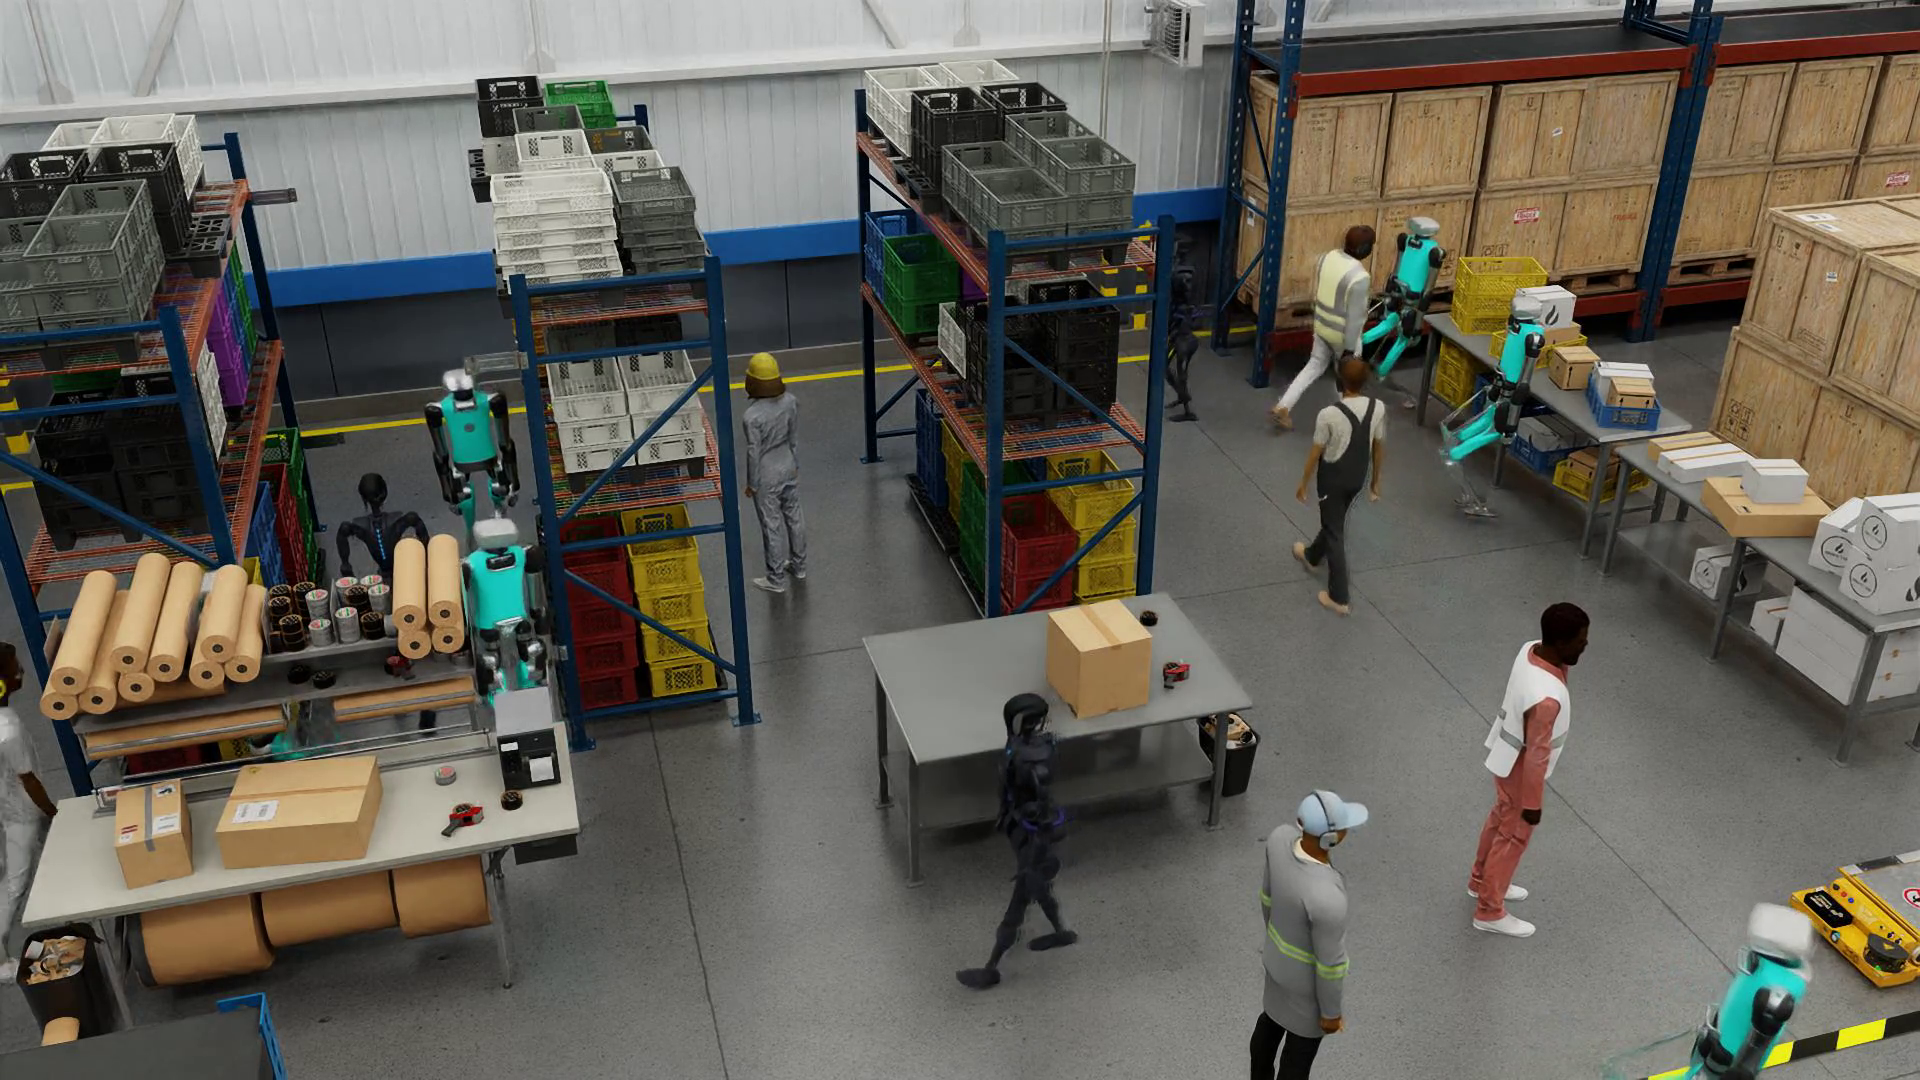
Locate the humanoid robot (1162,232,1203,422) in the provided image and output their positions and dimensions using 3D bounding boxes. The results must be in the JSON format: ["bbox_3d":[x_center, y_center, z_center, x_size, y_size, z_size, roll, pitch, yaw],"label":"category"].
[{"bbox_3d":[1.872,-1.764,13.913,0.356,1.646,0.603,-3,29,-5],"label":"humanoid robot"}]

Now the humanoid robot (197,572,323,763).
[{"bbox_3d":[-3.695,0.944,9.011,0.688,1.884,0.547,-26,38,-38],"label":"humanoid robot"}]

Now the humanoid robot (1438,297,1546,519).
[{"bbox_3d":[3.850,-0.951,12.304,0.722,1.734,0.530,0,29,0],"label":"humanoid robot"}]

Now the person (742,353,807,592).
[{"bbox_3d":[-1.306,-0.468,11.480,0.317,1.743,0.487,22,35,34],"label":"person"}]

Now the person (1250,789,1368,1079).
[{"bbox_3d":[1.489,1.841,7.167,0.371,1.853,0.588,-9,30,-15],"label":"person"}]

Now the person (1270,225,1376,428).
[{"bbox_3d":[3.065,-1.720,13.703,0.869,1.809,0.672,-11,31,-18],"label":"person"}]

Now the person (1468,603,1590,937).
[{"bbox_3d":[2.840,1.146,8.380,0.394,1.911,0.579,7,30,13],"label":"person"}]

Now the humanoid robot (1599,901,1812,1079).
[{"bbox_3d":[2.859,2.100,6.677,0.736,1.678,0.533,13,31,22],"label":"humanoid robot"}]

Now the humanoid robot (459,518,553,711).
[{"bbox_3d":[-2.373,0.838,9.140,0.567,1.782,0.953,-17,33,-28],"label":"humanoid robot"}]

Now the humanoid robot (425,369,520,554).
[{"bbox_3d":[-3.305,-0.393,11.425,0.539,1.849,0.771,-9,30,-16],"label":"humanoid robot"}]

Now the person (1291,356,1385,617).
[{"bbox_3d":[2.546,-0.431,11.360,0.535,1.800,0.875,-12,31,-21],"label":"person"}]

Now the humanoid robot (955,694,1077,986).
[{"bbox_3d":[0.281,1.438,8.102,0.713,1.630,0.589,-9,30,-16],"label":"humanoid robot"}]

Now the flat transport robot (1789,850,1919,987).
[{"bbox_3d":[5.163,1.916,8.676,1.431,0.231,0.659,-8,30,-14],"label":"flat transport robot"}]

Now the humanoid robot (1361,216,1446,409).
[{"bbox_3d":[3.593,-1.825,13.980,1.011,1.744,0.536,-12,31,-21],"label":"humanoid robot"}]

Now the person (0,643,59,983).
[{"bbox_3d":[-4.588,1.304,8.188,1.012,1.808,0.515,-25,37,-37],"label":"person"}]

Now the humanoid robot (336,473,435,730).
[{"bbox_3d":[-3.422,0.340,10.090,0.586,1.639,0.627,-9,30,-15],"label":"humanoid robot"}]
